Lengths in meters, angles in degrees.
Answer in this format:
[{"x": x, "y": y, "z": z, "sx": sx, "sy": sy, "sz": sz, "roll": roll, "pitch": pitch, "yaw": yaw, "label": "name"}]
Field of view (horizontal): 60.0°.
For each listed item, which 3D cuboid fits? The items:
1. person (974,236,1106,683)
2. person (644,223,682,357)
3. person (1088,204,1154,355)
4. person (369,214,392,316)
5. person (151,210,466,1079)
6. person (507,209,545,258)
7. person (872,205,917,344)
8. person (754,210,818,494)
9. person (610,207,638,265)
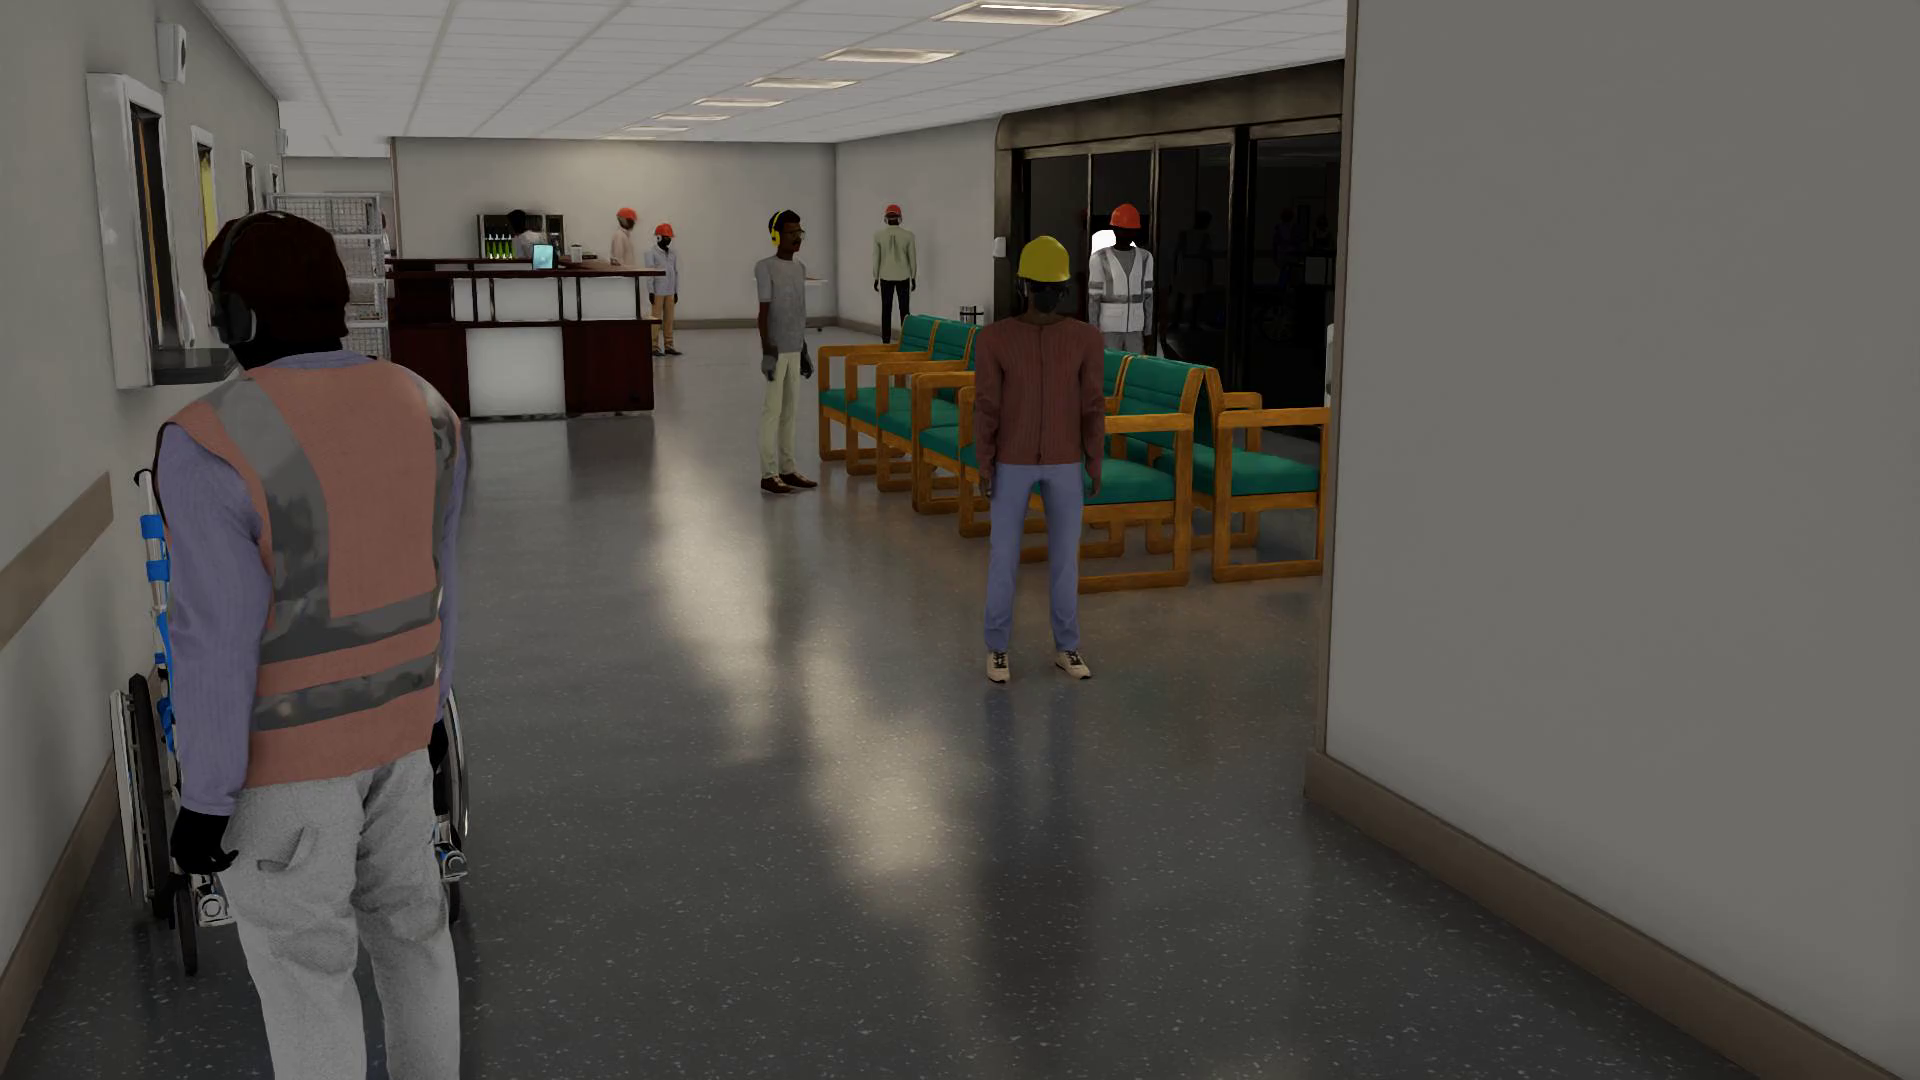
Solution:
[{"x": 0.315, "y": -0.301, "z": 6.527, "sx": 0.522, "sy": 1.758, "sz": 0.349, "roll": -2, "pitch": 11, "yaw": -8, "label": "person"}, {"x": -3.889, "y": -3.286, "z": 21.871, "sx": 0.352, "sy": 1.743, "sz": 0.564, "roll": 7, "pitch": 13, "yaw": 33, "label": "person"}, {"x": 1.299, "y": -1.705, "z": 13.299, "sx": 0.546, "sy": 1.929, "sz": 0.392, "roll": -3, "pitch": 12, "yaw": -17, "label": "person"}, {"x": -10.516, "y": -4.989, "z": 30.253, "sx": 0.356, "sy": 1.883, "sz": 0.573, "roll": 1, "pitch": 11, "yaw": 5, "label": "person"}, {"x": -1.137, "y": 0.356, "z": 2.934, "sx": 0.429, "sy": 1.840, "sz": 0.636, "roll": 4, "pitch": 12, "yaw": 22, "label": "person"}, {"x": -5.891, "y": -3.603, "z": 23.038, "sx": 0.451, "sy": 1.922, "sz": 0.764, "roll": 5, "pitch": 12, "yaw": 26, "label": "person"}, {"x": -0.897, "y": -3.611, "z": 22.915, "sx": 0.610, "sy": 1.986, "sz": 0.393, "roll": 0, "pitch": 11, "yaw": 1, "label": "person"}, {"x": -1.158, "y": -1.252, "z": 11.109, "sx": 0.332, "sy": 1.874, "sz": 0.520, "roll": 6, "pitch": 13, "yaw": 29, "label": "person"}, {"x": -4.954, "y": -3.928, "z": 24.584, "sx": 0.421, "sy": 1.989, "sz": 0.632, "roll": 0, "pitch": 11, "yaw": 2, "label": "person"}]
